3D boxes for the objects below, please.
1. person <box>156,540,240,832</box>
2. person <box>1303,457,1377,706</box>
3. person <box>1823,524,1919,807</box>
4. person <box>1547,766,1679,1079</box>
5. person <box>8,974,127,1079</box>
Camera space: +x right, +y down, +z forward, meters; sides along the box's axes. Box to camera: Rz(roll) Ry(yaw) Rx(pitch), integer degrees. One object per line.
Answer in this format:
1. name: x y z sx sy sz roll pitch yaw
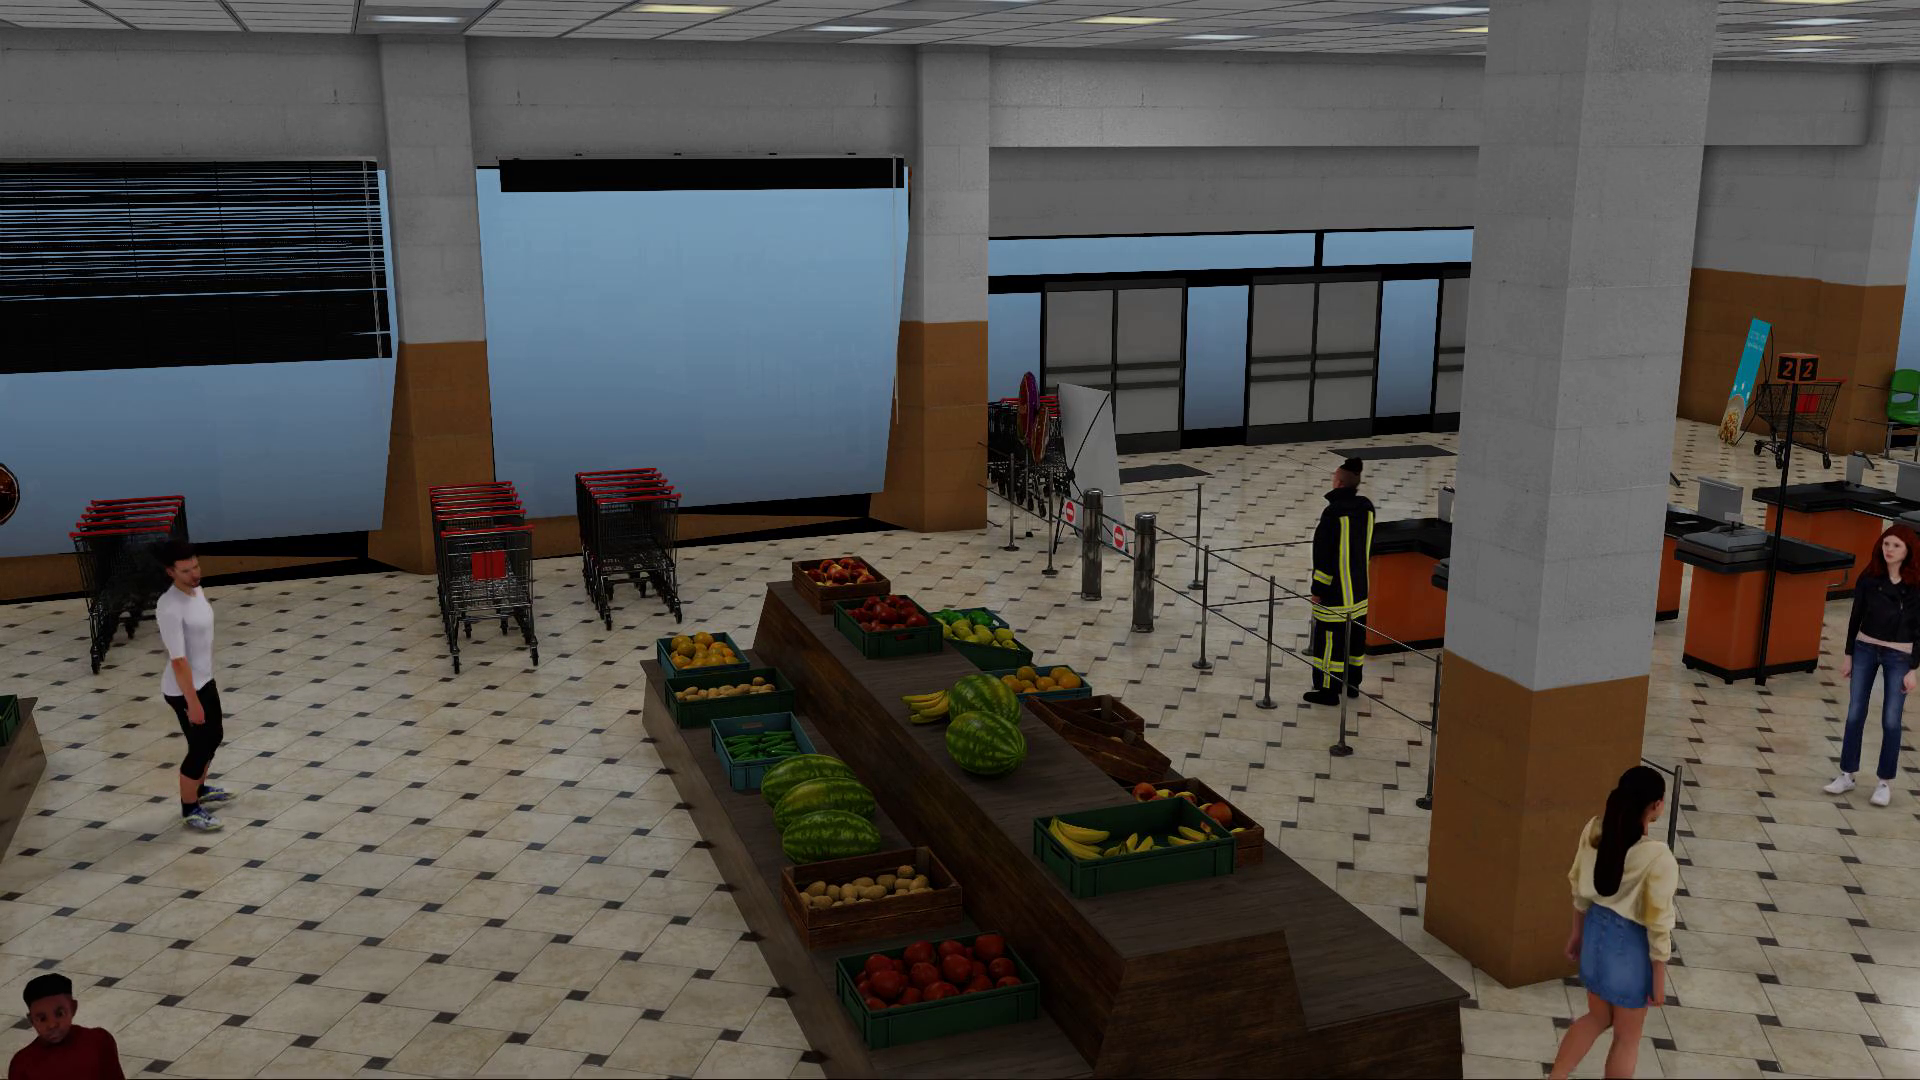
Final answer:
1. person: -4.630 0.871 9.953 0.948 1.815 0.649 -5 14 -20
2. person: 2.809 0.290 12.252 0.844 1.860 0.827 -11 18 -39
3. person: 5.774 0.775 10.408 0.713 1.787 0.588 -13 19 -43
4. person: 2.656 1.721 6.858 0.763 1.622 0.779 -7 15 -27
5. person: -3.226 2.120 6.042 0.634 1.232 0.792 -10 17 -37
